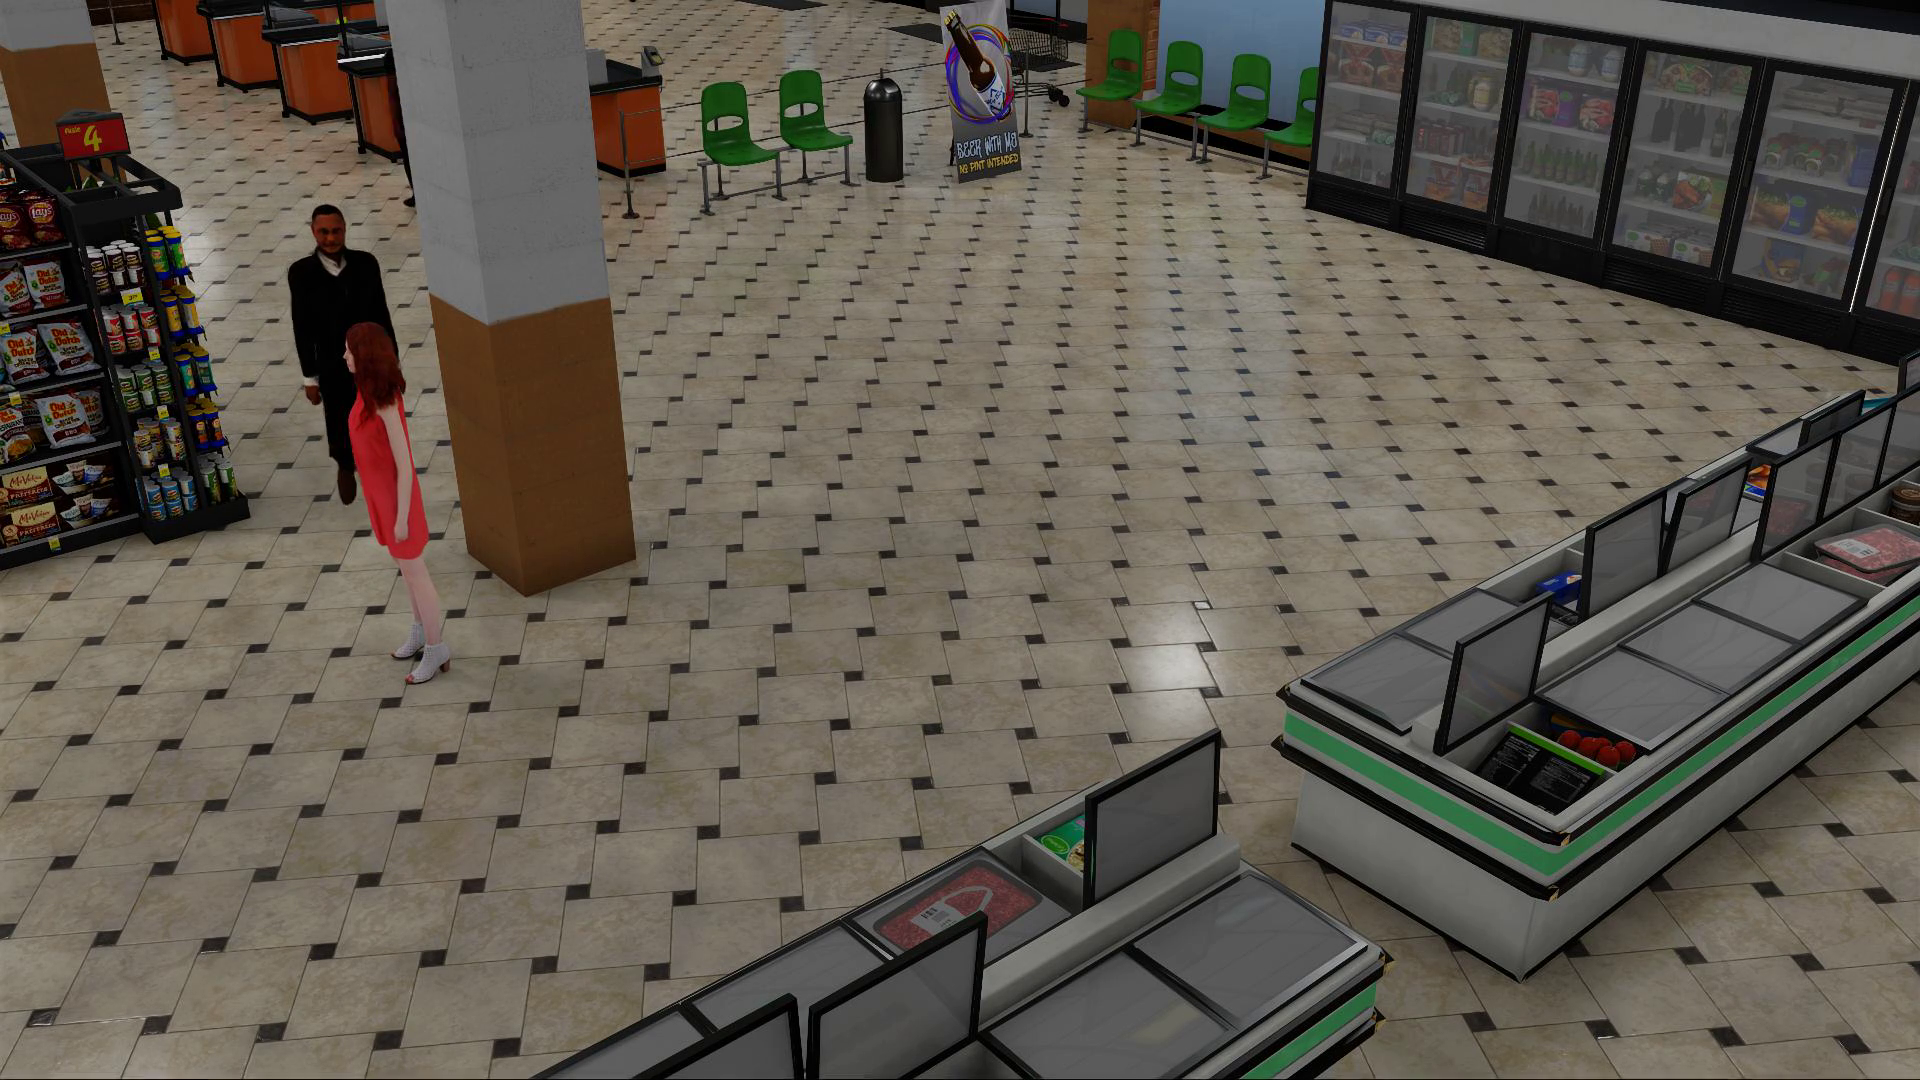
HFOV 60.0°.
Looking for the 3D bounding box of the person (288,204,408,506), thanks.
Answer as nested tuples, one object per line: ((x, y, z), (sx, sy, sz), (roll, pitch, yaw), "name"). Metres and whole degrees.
((-3.497, -1.014, 9.563), (0.838, 1.891, 0.851), (-14, 30, -25), "person")

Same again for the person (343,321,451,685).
((-2.706, -0.180, 7.988), (0.563, 1.828, 0.638), (-14, 30, -26), "person")
